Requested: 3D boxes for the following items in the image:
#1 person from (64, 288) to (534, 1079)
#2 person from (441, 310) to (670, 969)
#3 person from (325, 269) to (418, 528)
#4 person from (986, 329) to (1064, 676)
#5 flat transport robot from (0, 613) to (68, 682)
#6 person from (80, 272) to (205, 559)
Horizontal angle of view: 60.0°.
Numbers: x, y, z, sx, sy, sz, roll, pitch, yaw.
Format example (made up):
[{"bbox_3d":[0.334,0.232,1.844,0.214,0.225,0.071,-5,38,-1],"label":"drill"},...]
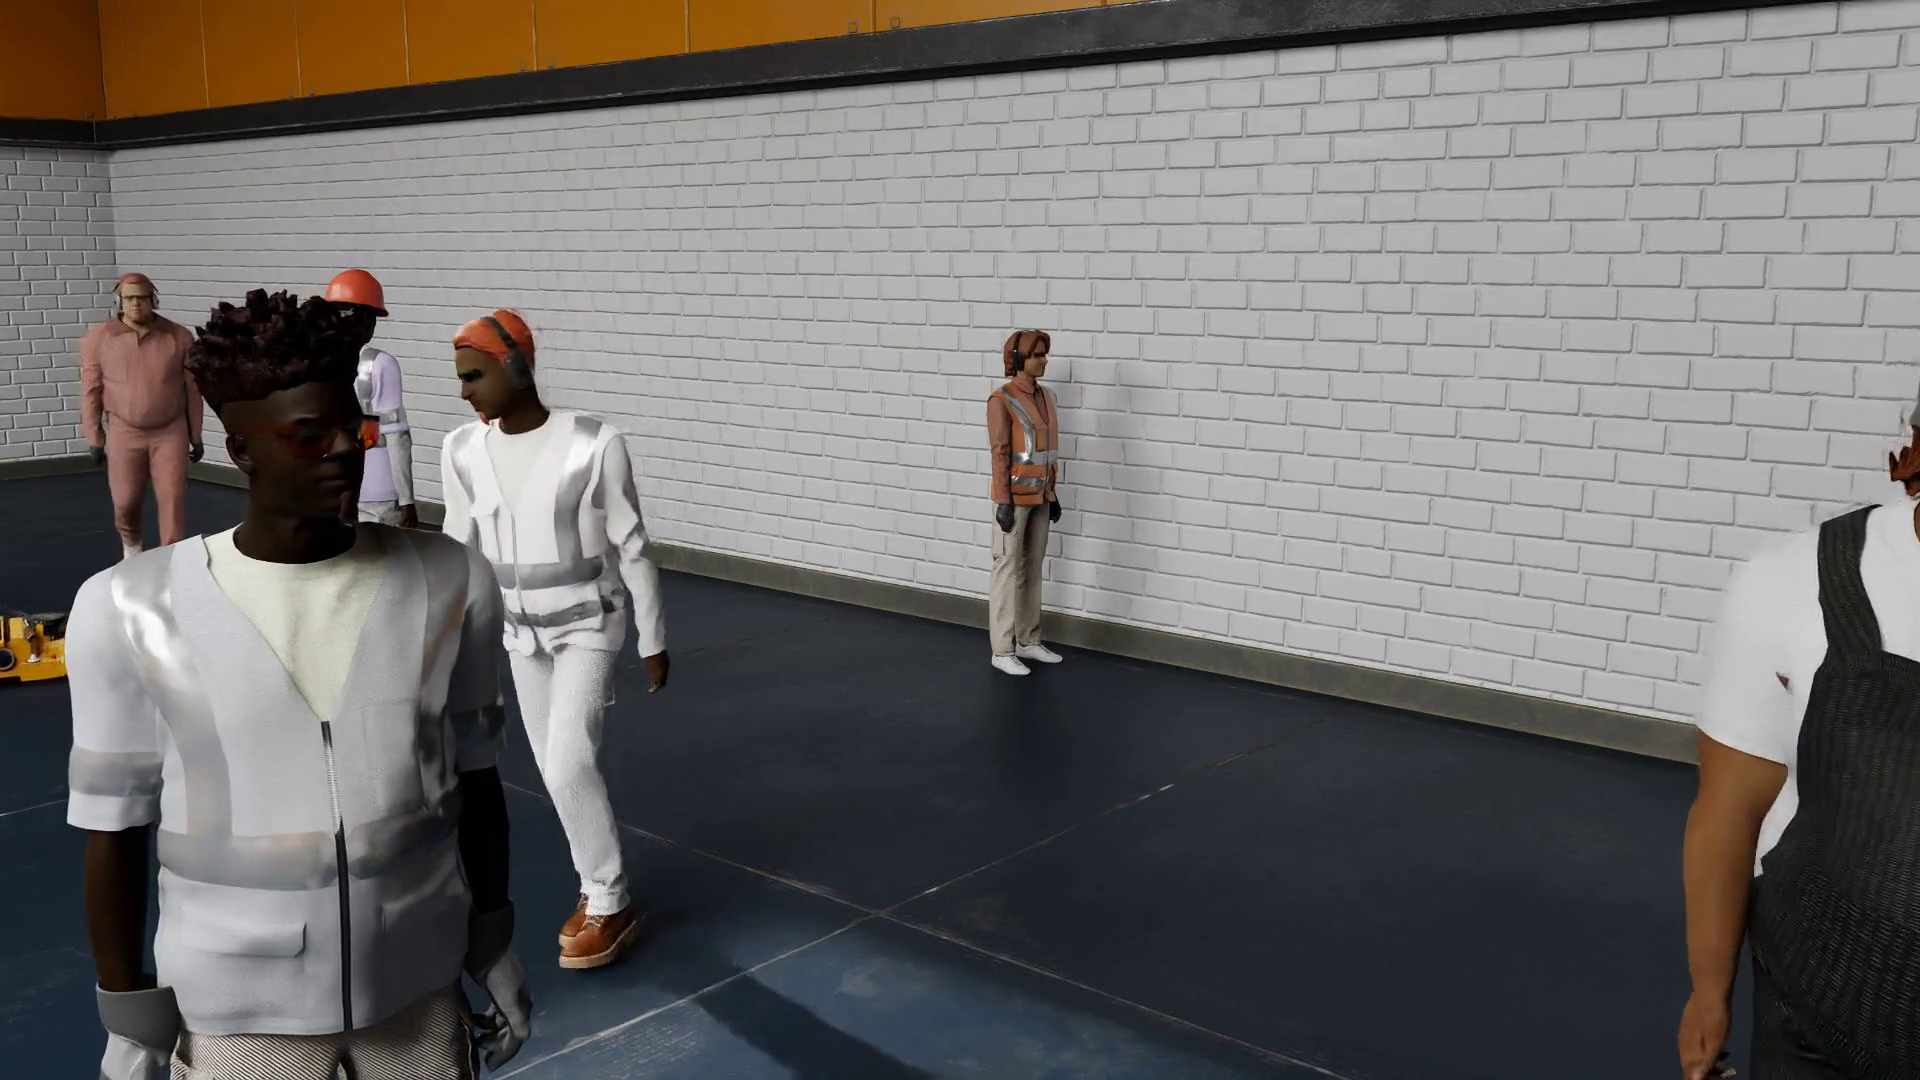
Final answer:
[{"bbox_3d":[-0.934,0.624,2.433,0.613,1.965,0.361,-6,12,-32],"label":"person"},{"bbox_3d":[-1.141,0.281,4.704,0.594,1.850,0.584,4,11,23],"label":"person"},{"bbox_3d":[-2.637,-0.224,7.367,0.543,1.931,0.371,3,10,18],"label":"person"},{"bbox_3d":[0.307,-0.186,7.974,0.307,1.644,0.514,7,12,33],"label":"person"},{"bbox_3d":[-4.924,0.552,7.676,1.431,0.197,0.652,-6,11,-29],"label":"flat transport robot"},{"bbox_3d":[-4.856,-0.648,9.921,0.649,1.889,0.692,-6,11,-29],"label":"person"}]
